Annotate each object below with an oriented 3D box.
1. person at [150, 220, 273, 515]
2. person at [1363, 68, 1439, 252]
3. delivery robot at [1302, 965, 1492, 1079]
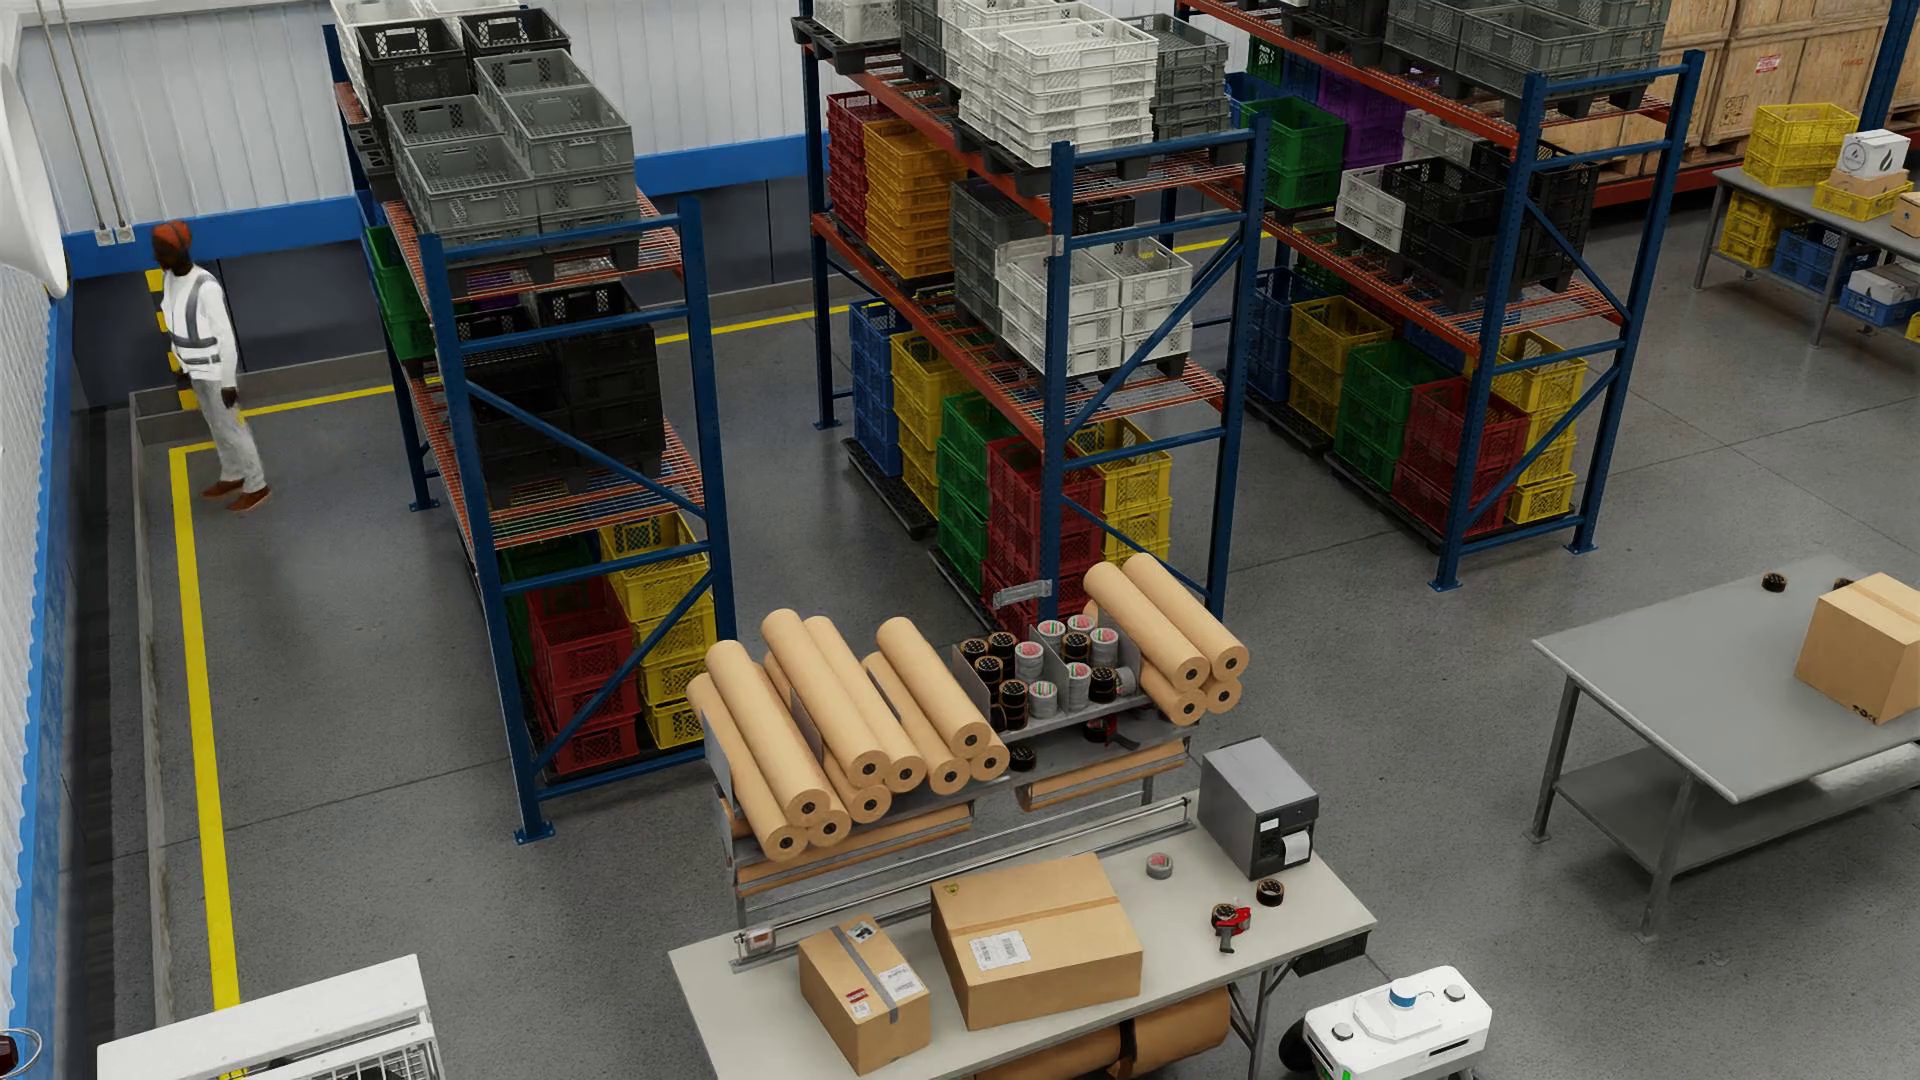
[{"bbox_3d":[-4.581,-1.053,10.127,0.582,1.883,0.342,25,40,35],"label":"person"},{"bbox_3d":[3.602,-3.355,13.825,0.625,1.933,0.374,27,40,36],"label":"person"},{"bbox_3d":[1.700,1.914,6.480,0.707,0.478,0.477,-12,34,-19],"label":"delivery robot"}]
